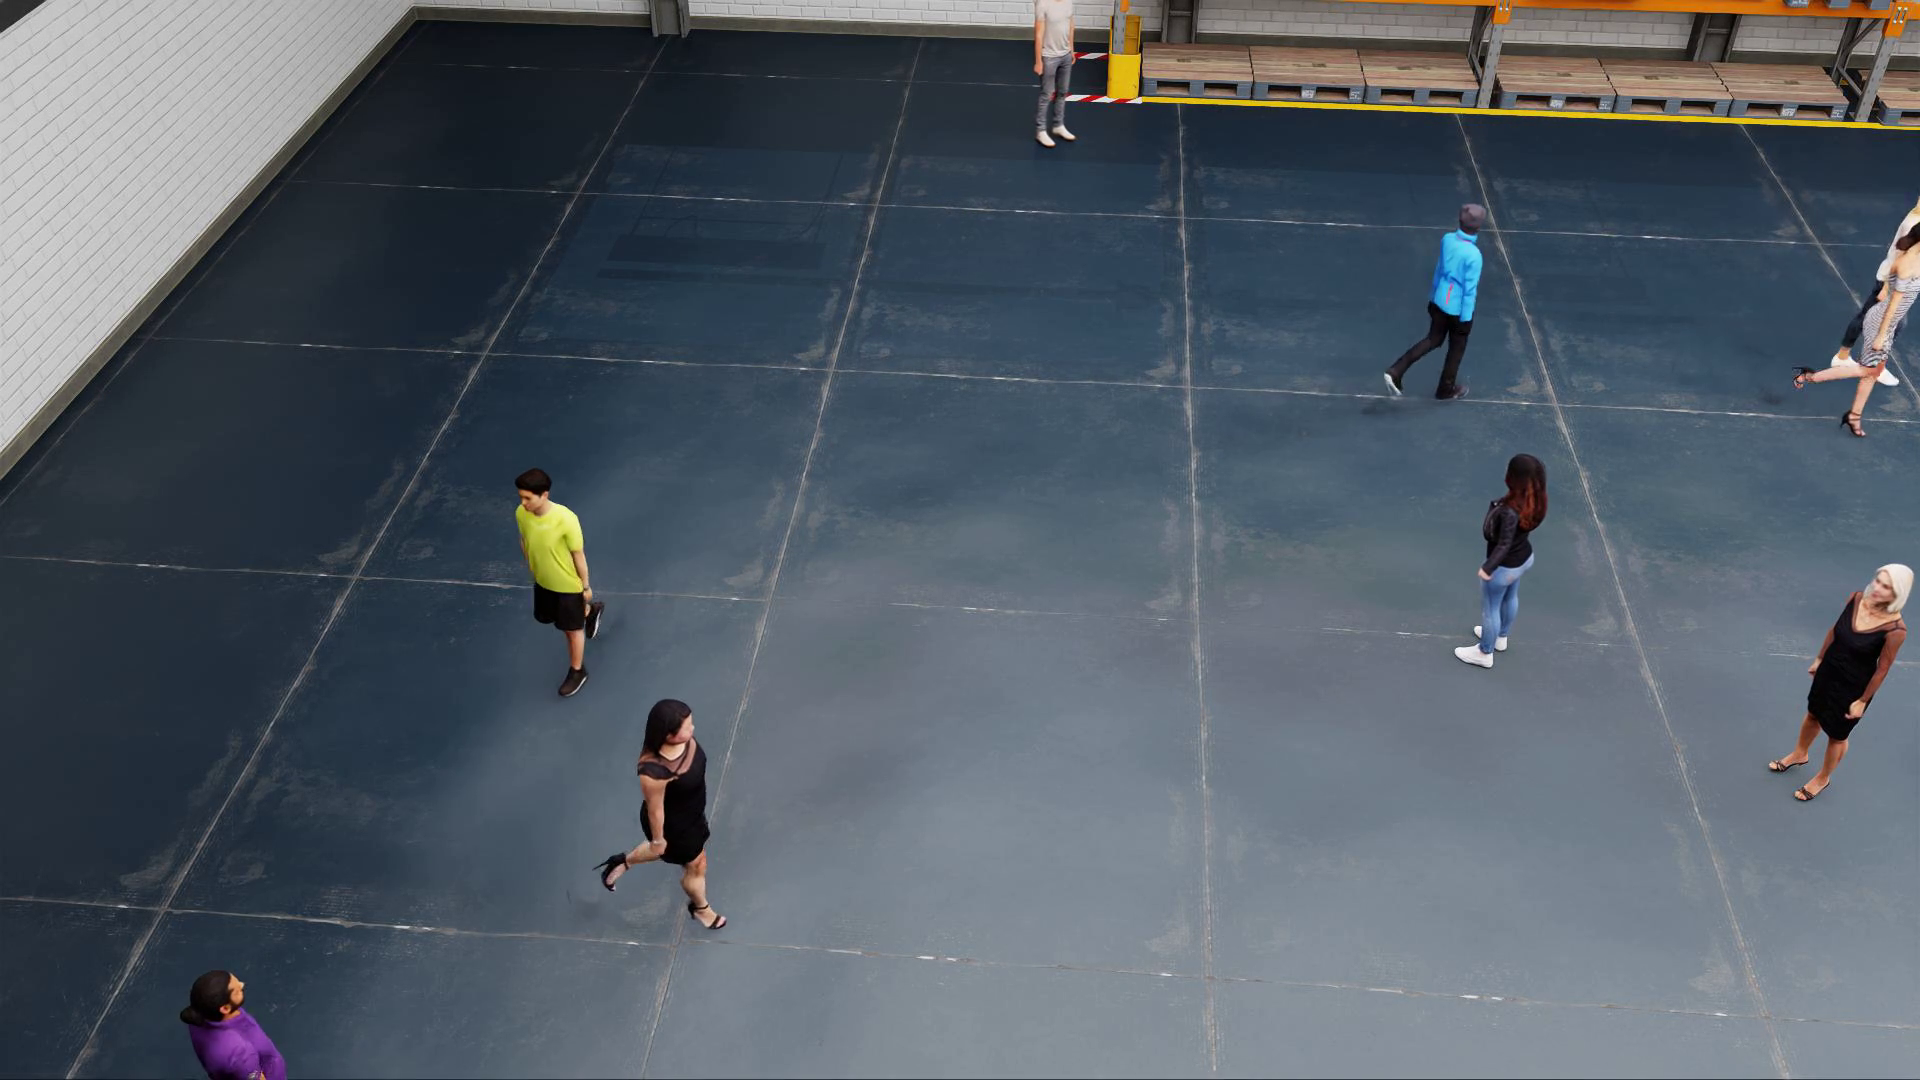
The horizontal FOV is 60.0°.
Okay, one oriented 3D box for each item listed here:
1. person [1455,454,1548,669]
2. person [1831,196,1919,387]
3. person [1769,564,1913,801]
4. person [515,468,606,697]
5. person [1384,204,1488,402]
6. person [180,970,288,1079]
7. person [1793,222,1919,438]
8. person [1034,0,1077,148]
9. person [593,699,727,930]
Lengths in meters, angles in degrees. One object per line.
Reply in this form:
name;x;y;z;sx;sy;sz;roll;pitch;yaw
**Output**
person;3.548;0.124;10.783;0.762;1.637;0.725;31;48;33
person;7.458;-2.131;13.488;0.888;1.784;0.797;20;43;24
person;5.235;0.826;9.815;0.607;1.749;0.651;-8;39;-10
person;-2.523;0.182;10.666;0.947;1.691;0.877;16;41;19
person;3.802;-1.821;13.105;1.089;1.778;0.880;-13;40;-15
person;-3.275;2.610;7.582;0.966;1.746;0.996;32;48;34
person;7.022;-1.648;12.877;1.033;1.793;0.908;27;46;30
person;0.954;-4.960;16.949;0.748;1.887;0.804;-29;47;-31
person;-1.648;1.504;9.014;0.942;1.689;0.645;3;39;4
